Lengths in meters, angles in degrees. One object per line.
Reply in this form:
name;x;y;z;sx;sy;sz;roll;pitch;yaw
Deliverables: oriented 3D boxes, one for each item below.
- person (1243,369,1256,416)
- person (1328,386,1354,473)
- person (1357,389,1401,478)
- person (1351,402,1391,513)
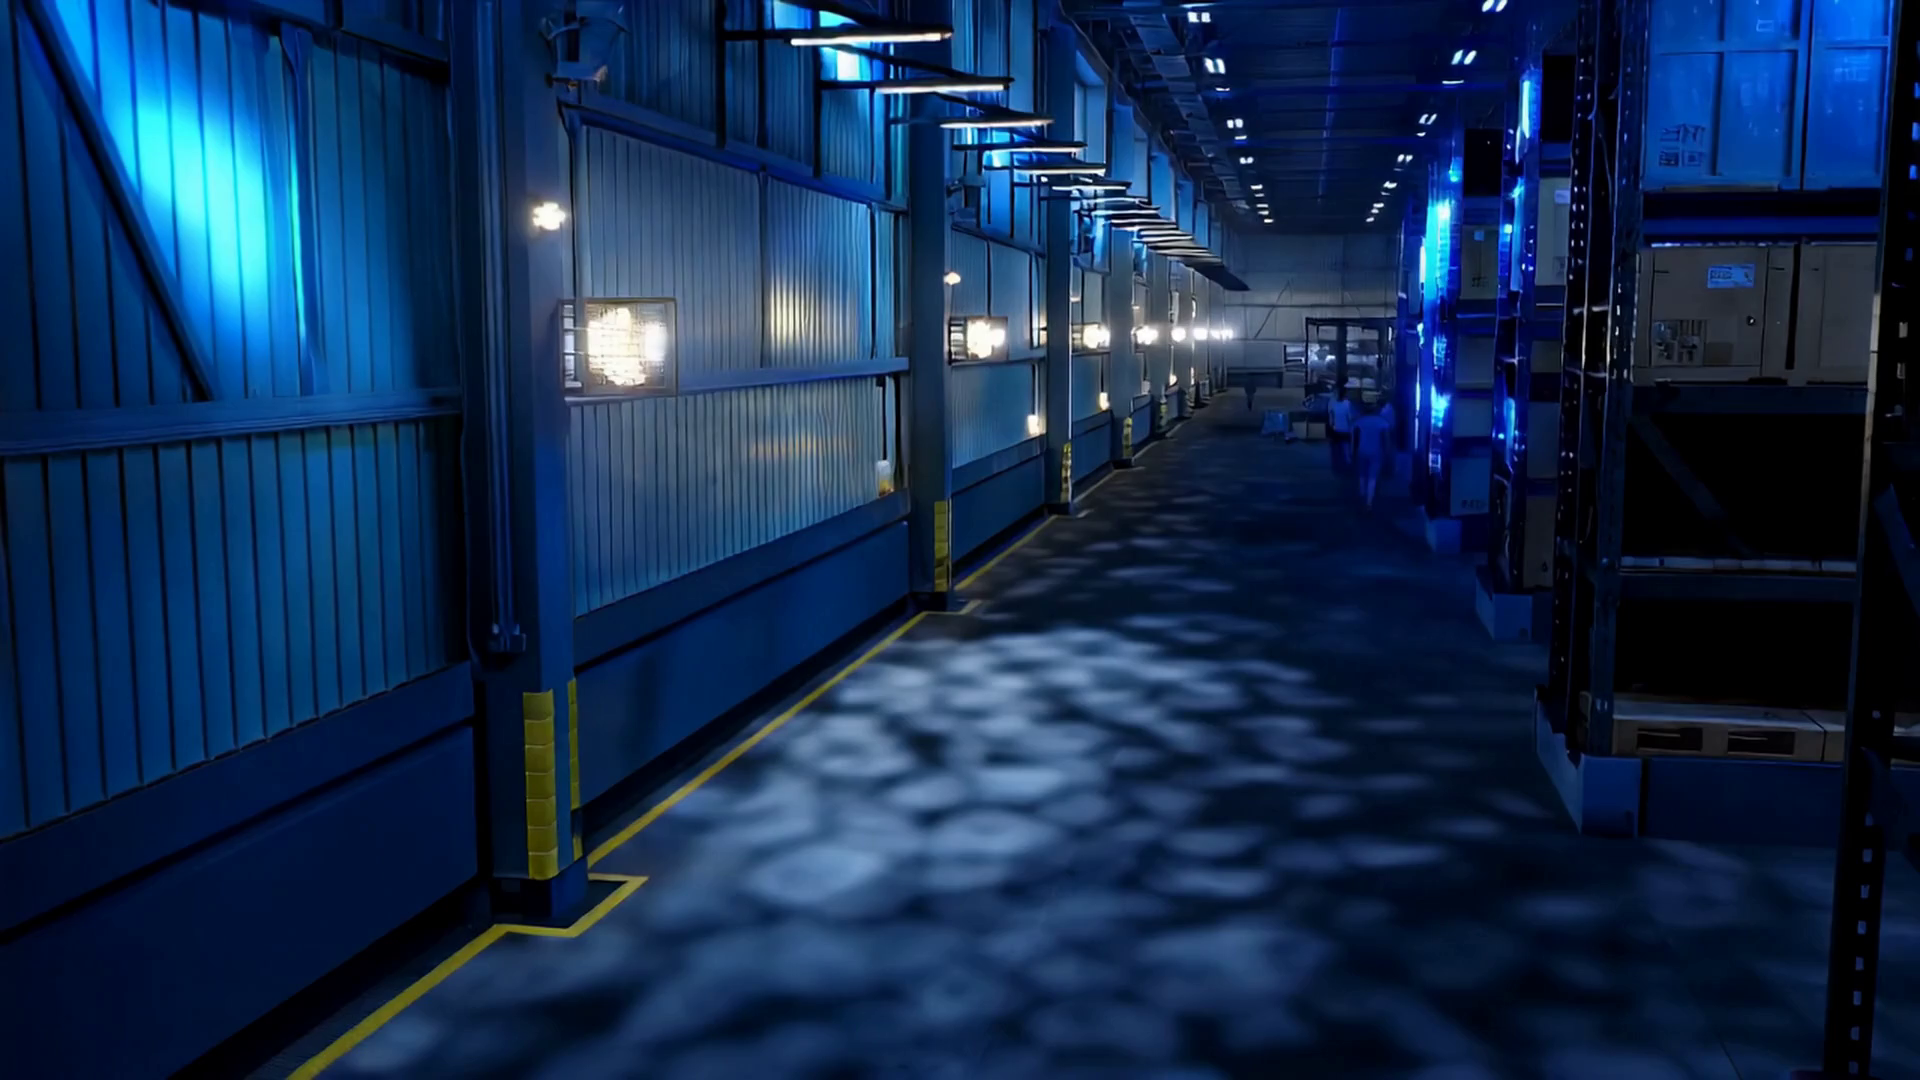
person;10.754;-5.490;61.813;0.563;1.753;0.327;-5;9;-36
person;8.460;-2.447;36.751;0.653;1.944;1.000;5;9;34
person;8.918;-2.244;35.237;0.986;1.897;0.626;1;7;10
person;7.138;-1.450;28.875;0.655;1.894;0.991;2;7;18
